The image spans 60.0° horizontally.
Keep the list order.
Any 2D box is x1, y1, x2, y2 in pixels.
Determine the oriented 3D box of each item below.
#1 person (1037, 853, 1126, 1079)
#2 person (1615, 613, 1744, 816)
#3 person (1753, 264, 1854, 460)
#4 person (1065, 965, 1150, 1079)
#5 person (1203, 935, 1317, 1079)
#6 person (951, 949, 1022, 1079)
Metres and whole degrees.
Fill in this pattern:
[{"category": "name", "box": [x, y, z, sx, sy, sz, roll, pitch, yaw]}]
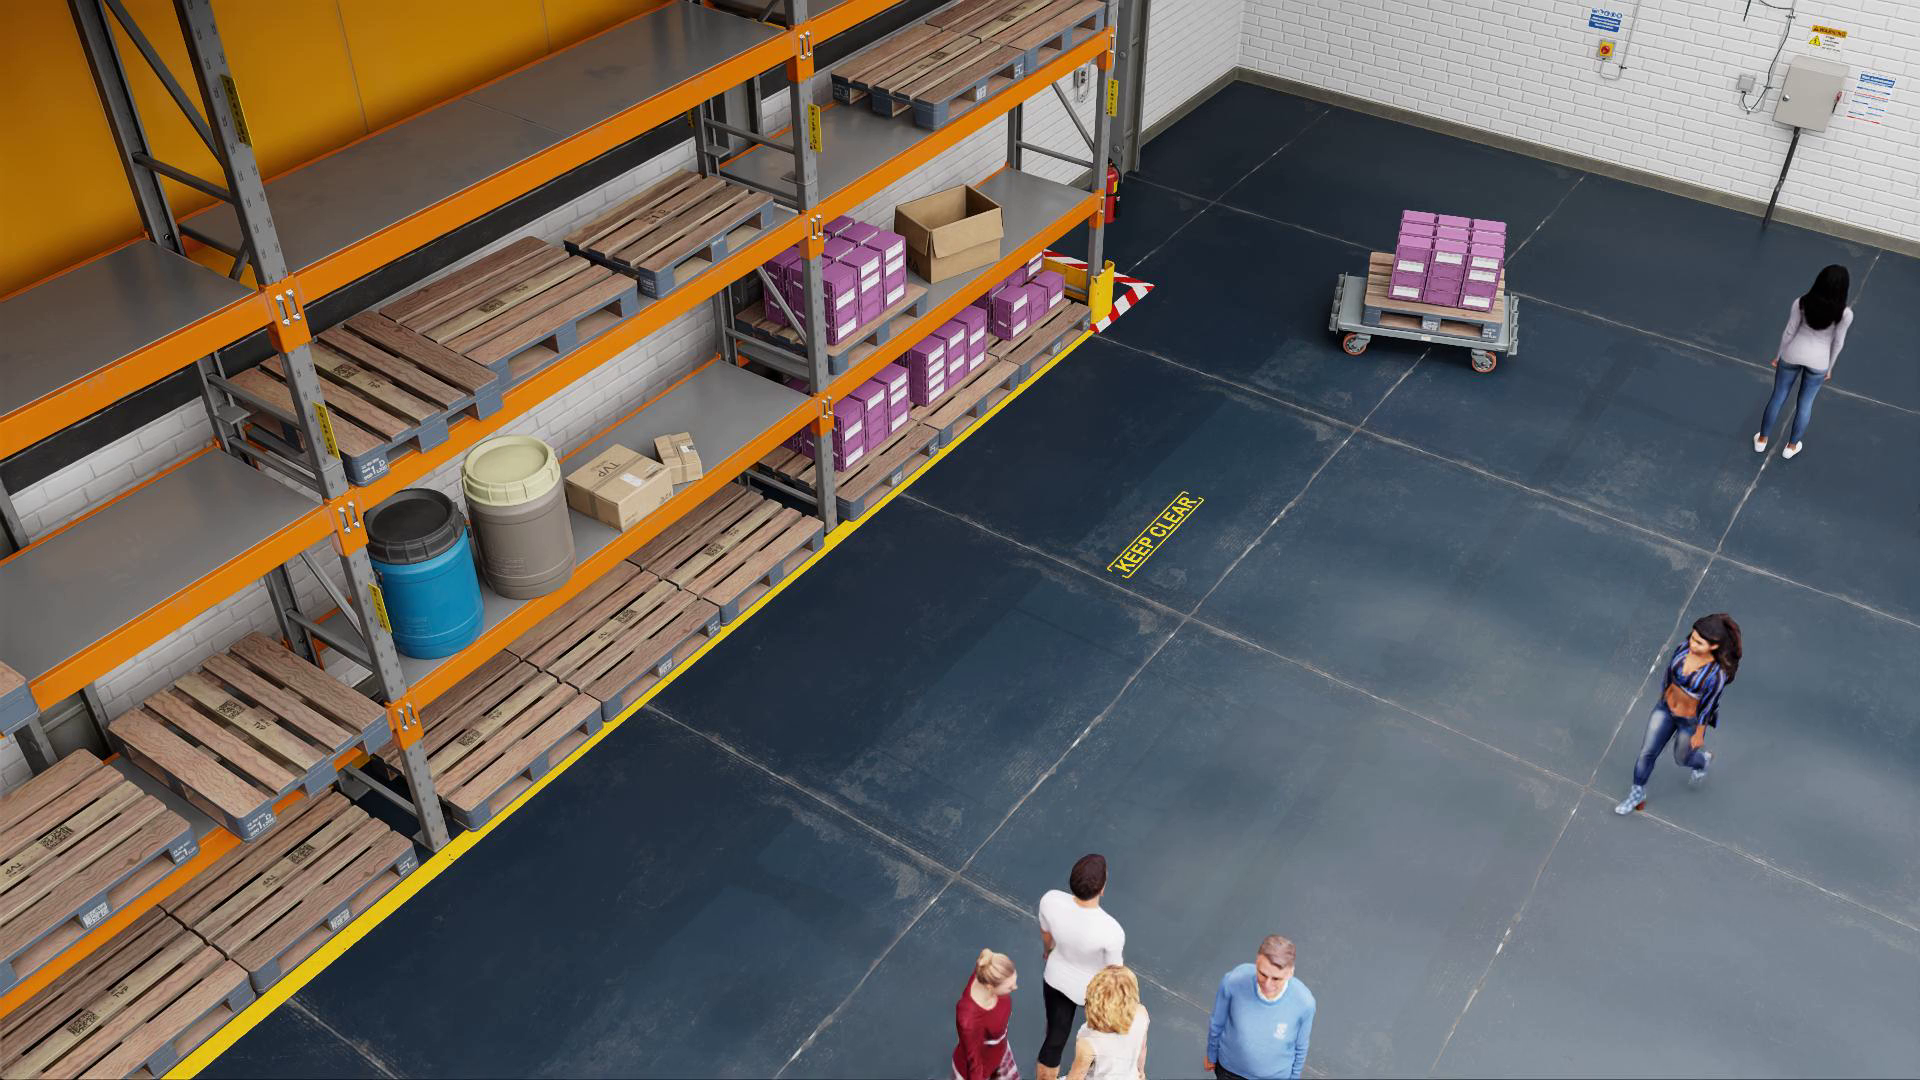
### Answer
[{"category": "person", "box": [0.573, 2.366, 8.681, 0.732, 1.804, 1.159, 20, 43, 24]}, {"category": "person", "box": [4.585, 1.099, 10.433, 1.075, 1.598, 0.889, -18, 42, -21]}, {"category": "person", "box": [6.859, -1.447, 13.510, 0.610, 1.735, 0.529, 21, 43, 24]}, {"category": "person", "box": [0.791, 2.790, 8.276, 0.756, 1.647, 0.788, -28, 46, -30]}, {"category": "person", "box": [1.492, 2.598, 8.377, 0.717, 1.820, 0.681, 11, 40, 14]}, {"category": "person", "box": [0.020, 2.607, 8.486, 0.862, 1.671, 1.067, 17, 42, 20]}]
